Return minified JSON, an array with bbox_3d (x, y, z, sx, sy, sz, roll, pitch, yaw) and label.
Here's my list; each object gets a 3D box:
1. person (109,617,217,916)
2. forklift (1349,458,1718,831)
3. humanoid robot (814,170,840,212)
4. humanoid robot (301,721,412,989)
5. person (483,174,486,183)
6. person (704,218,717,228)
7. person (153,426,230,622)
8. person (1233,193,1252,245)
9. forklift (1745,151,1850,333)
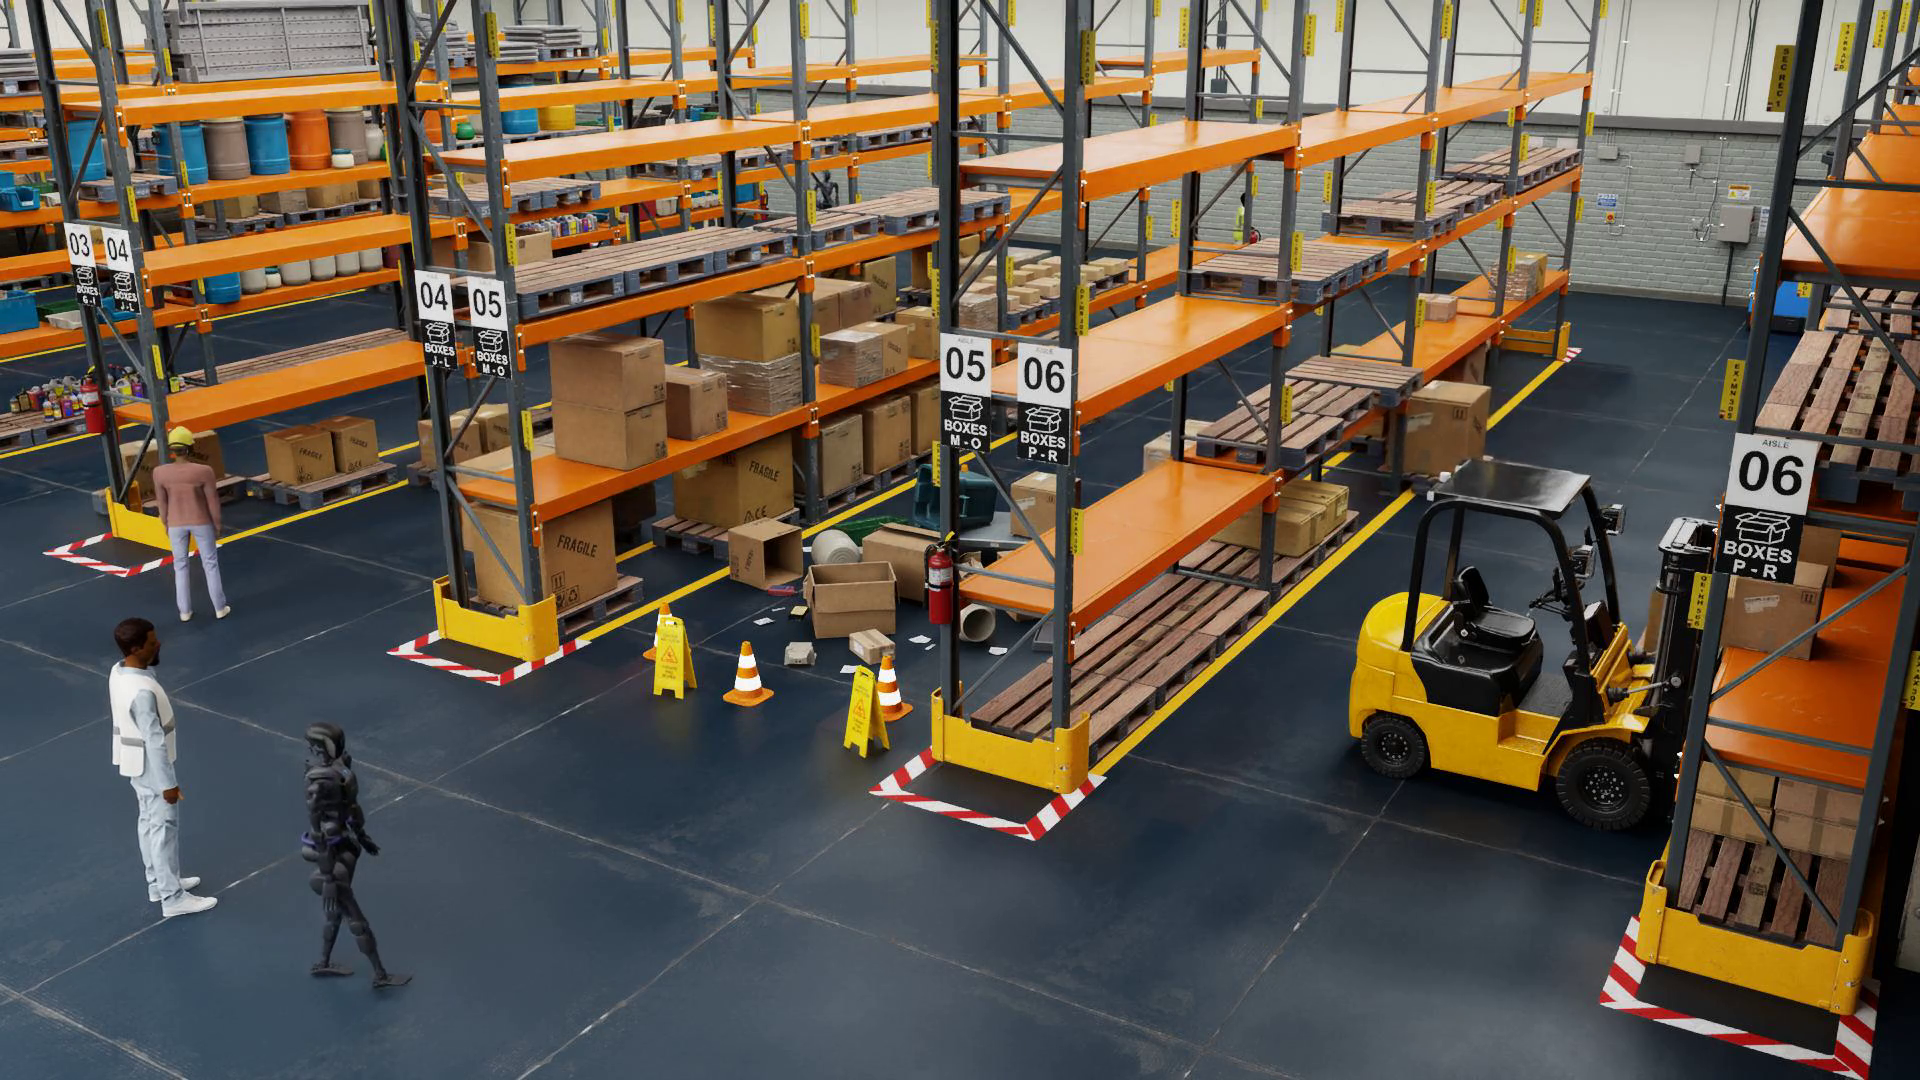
[{"bbox_3d":[-4.913,1.376,10.117,0.388,1.918,0.593,-15,24,-37],"label":"person"},{"bbox_3d":[3.988,0.658,11.776,2.313,2.155,1.214,11,22,29],"label":"forklift"},{"bbox_3d":[-2.707,-6.743,33.983,0.612,1.632,0.646,-10,21,-26],"label":"humanoid robot"},{"bbox_3d":[-3.462,1.763,9.385,0.654,1.640,0.587,0,19,0],"label":"humanoid robot"},{"bbox_3d":[-10.392,-7.736,36.637,0.331,1.801,0.515,11,22,30],"label":"person"},{"bbox_3d":[-5.235,-7.064,34.870,0.489,1.688,0.350,-6,20,-17],"label":"person"},{"bbox_3d":[-6.817,-0.144,14.761,0.517,1.759,0.344,-4,20,-12],"label":"person"},{"bbox_3d":[5.165,-5.510,30.375,0.319,1.687,0.537,-1,19,-4],"label":"person"},{"bbox_3d":[13.620,-4.667,26.137,1.873,2.768,1.129,11,22,29],"label":"forklift"}]
